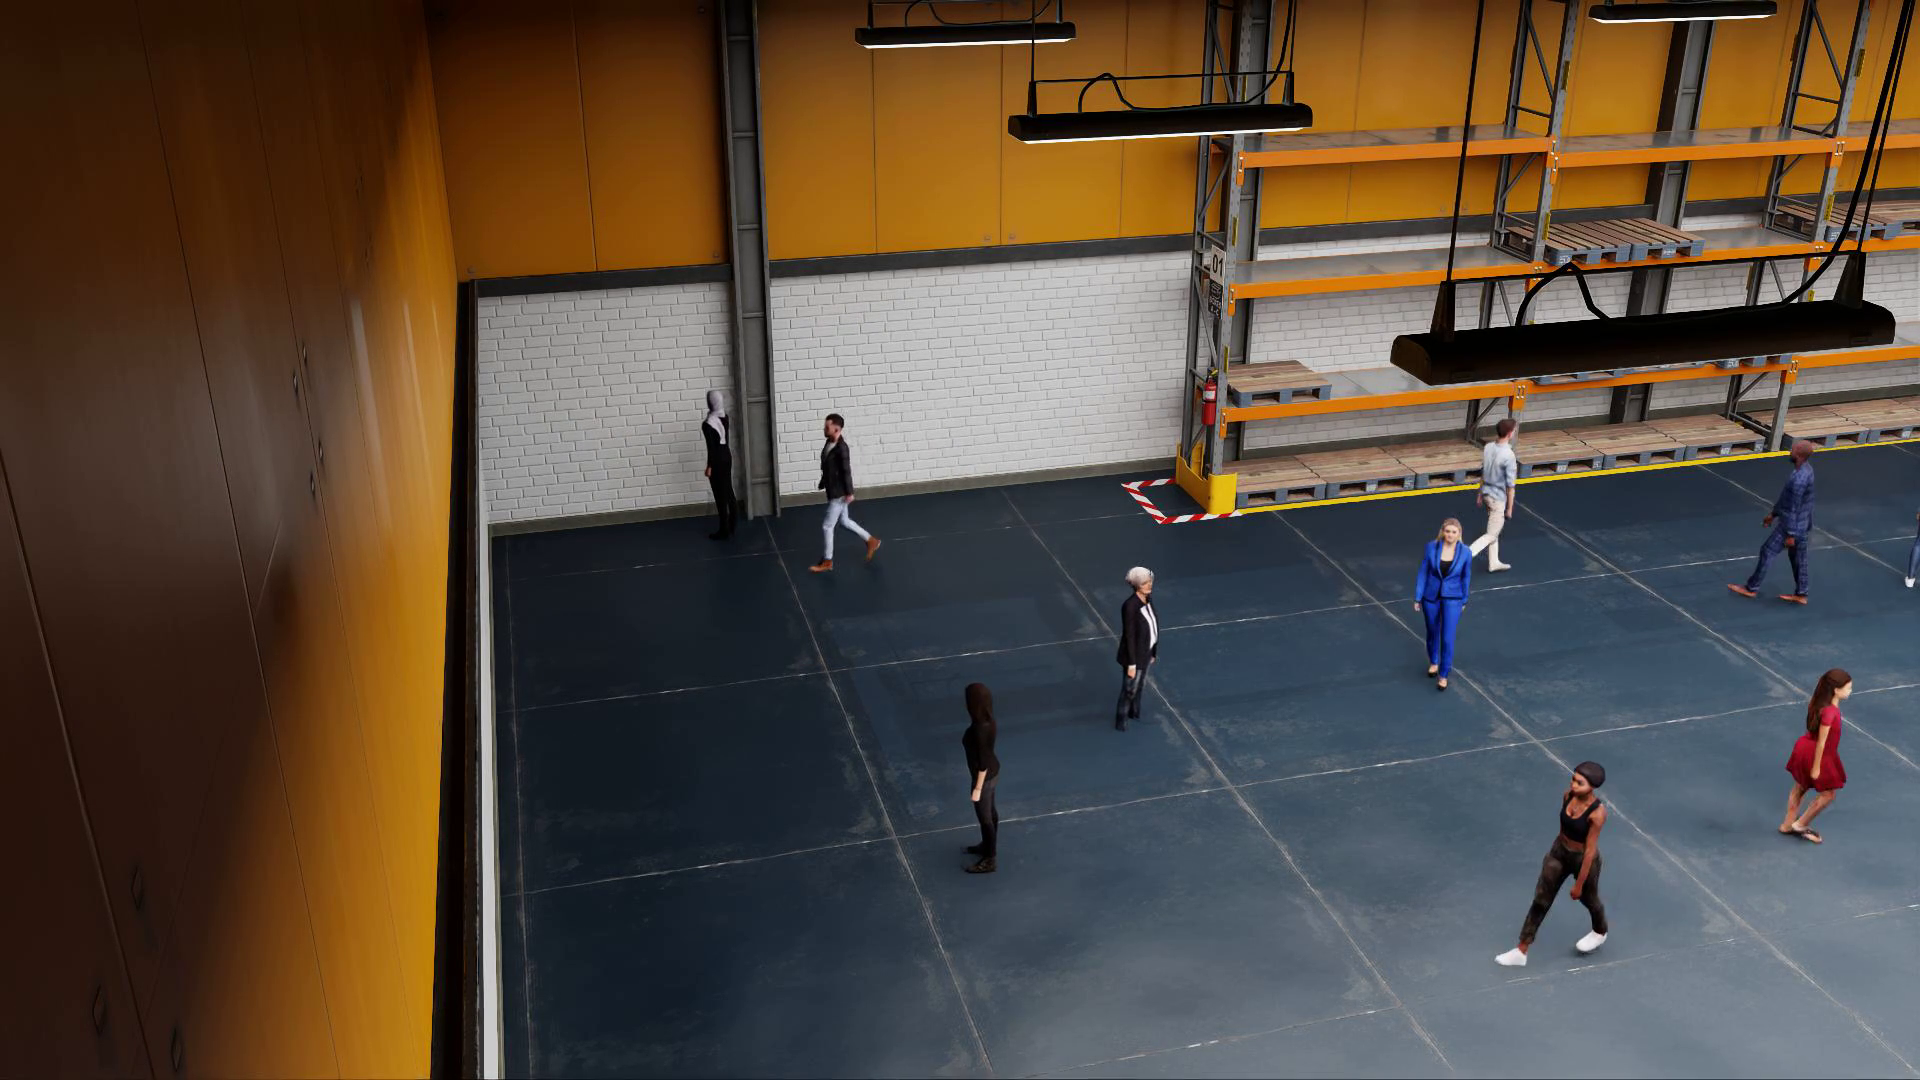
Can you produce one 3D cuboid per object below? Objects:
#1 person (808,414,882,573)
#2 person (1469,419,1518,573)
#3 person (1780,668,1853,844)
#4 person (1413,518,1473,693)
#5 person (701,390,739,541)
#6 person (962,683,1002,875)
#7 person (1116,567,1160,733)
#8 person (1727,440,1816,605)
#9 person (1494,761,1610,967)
[{"bbox_3d":[-1.267,-0.530,18.317,1.080,1.805,0.658,-7,24,-15],"label":"person"},{"bbox_3d":[5.727,-0.419,18.042,1.124,1.821,0.696,-8,25,-17],"label":"person"},{"bbox_3d":[6.858,1.730,13.472,0.770,1.544,0.707,8,25,18],"label":"person"},{"bbox_3d":[4.644,0.546,16.009,0.876,1.682,0.924,11,26,24],"label":"person"},{"bbox_3d":[-2.758,-0.864,19.114,0.721,1.778,0.688,9,25,21],"label":"person"},{"bbox_3d":[0.198,1.851,13.074,0.627,1.641,0.638,3,24,7],"label":"person"},{"bbox_3d":[1.627,1.074,15.179,0.808,1.782,0.830,15,28,30],"label":"person"},{"bbox_3d":[8.856,-0.152,17.486,1.117,1.777,1.067,14,27,29],"label":"person"},{"bbox_3d":[4.491,2.337,11.957,1.205,1.645,0.679,-9,25,-19],"label":"person"}]
